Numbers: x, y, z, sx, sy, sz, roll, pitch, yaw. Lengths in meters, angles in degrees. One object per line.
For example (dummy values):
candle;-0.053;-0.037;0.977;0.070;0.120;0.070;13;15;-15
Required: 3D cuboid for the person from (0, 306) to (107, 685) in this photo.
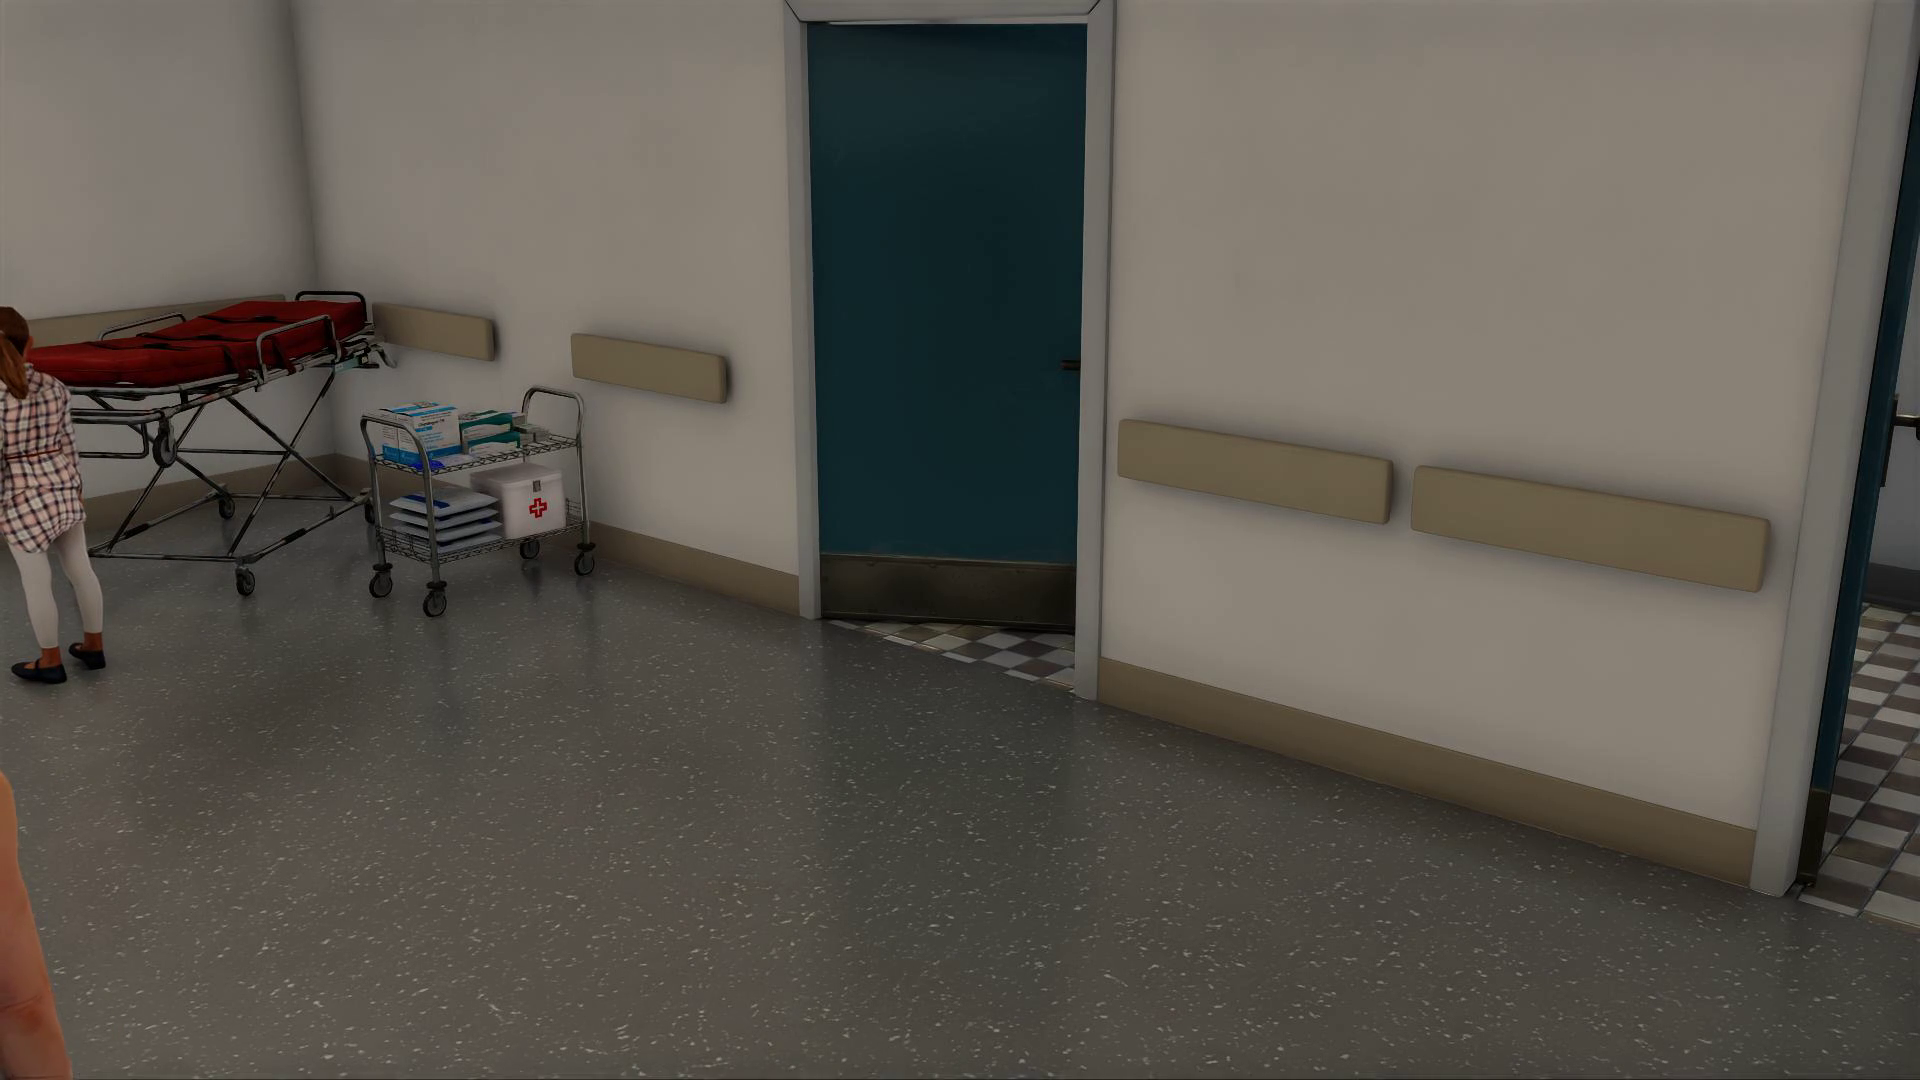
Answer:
person;-3.166;-0.160;5.712;0.535;1.310;0.556;9;18;29
